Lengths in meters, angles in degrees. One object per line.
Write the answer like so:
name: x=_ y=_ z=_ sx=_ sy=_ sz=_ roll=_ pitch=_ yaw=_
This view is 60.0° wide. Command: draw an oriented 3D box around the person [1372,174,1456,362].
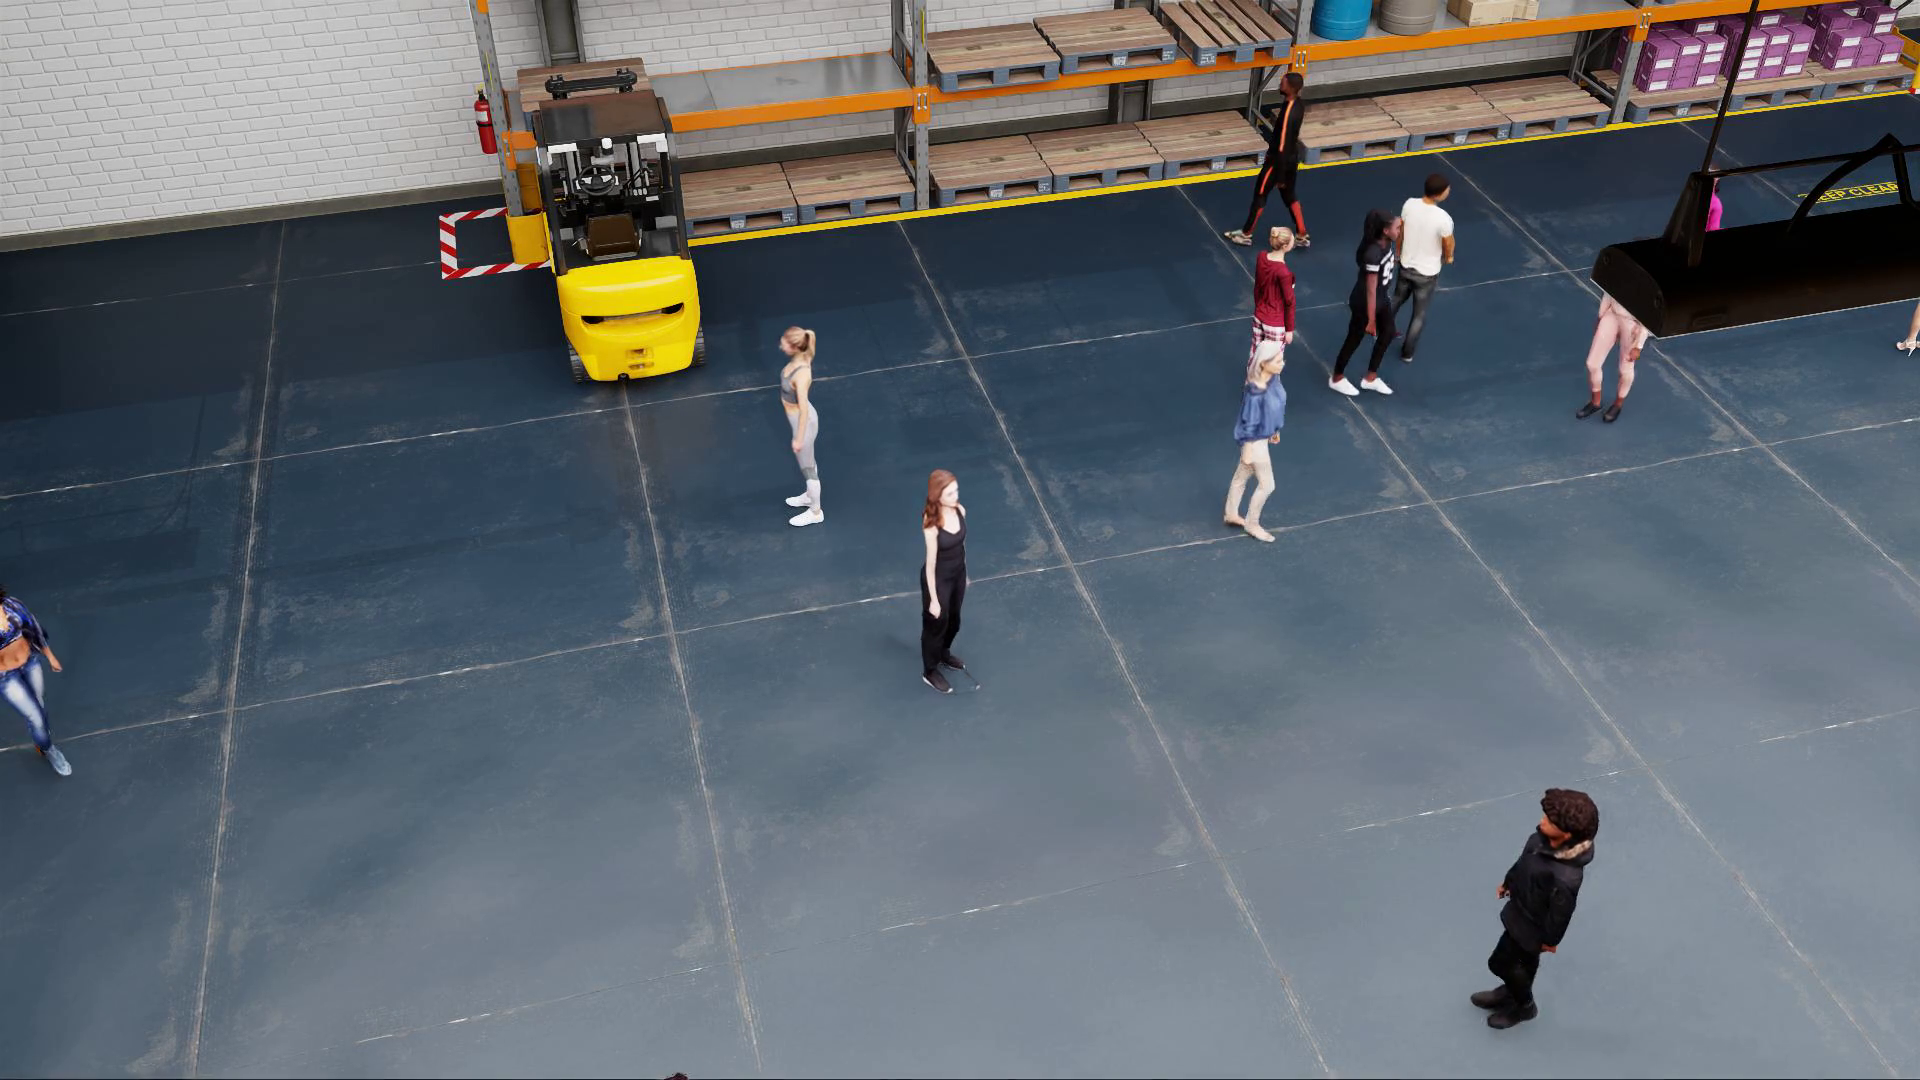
person: x=3.926 y=-2.299 z=14.222 sx=0.865 sy=1.777 sz=0.876 roll=25 pitch=45 yaw=28

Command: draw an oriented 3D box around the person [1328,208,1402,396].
person: x=3.321 y=-1.978 z=13.860 sx=0.932 sy=1.718 sz=0.868 roll=18 pitch=42 yaw=21

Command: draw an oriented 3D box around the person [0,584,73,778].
person: x=-5.992 y=0.800 z=10.470 sx=0.835 sy=1.607 sz=0.777 roll=19 pitch=42 yaw=22

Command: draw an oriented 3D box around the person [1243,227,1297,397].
person: x=2.565 y=-1.830 z=13.690 sx=0.582 sy=1.698 sz=0.661 roll=-19 pitch=42 yaw=-22

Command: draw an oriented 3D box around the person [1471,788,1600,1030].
person: x=3.152 y=1.980 z=8.866 sx=0.728 sy=1.765 sz=0.716 roll=7 pitch=39 yaw=8

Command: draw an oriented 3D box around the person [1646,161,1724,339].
person: x=6.451 y=-2.561 z=14.638 sx=1.175 sy=1.667 sz=0.901 roll=-28 pitch=47 yaw=-31

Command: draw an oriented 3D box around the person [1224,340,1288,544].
person: x=2.114 y=-0.764 z=12.372 sx=0.834 sy=1.687 sz=0.779 roll=15 pitch=41 yaw=18

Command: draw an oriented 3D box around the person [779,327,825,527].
person: x=-1.179 y=-0.870 z=12.481 sx=0.552 sy=1.707 sz=0.585 roll=-5 pitch=39 yaw=-6

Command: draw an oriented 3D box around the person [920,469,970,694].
person: x=-0.130 y=0.242 z=11.057 sx=0.748 sy=1.746 sz=0.675 roll=23 pitch=44 yaw=26

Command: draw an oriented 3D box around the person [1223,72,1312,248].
person: x=3.140 y=-3.581 z=15.820 sx=1.132 sy=1.776 sz=1.047 roll=17 pitch=42 yaw=20

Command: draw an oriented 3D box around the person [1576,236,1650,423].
person: x=5.461 y=-1.739 z=13.574 sx=0.807 sy=1.701 sz=0.781 roll=-31 pitch=48 yaw=-33
